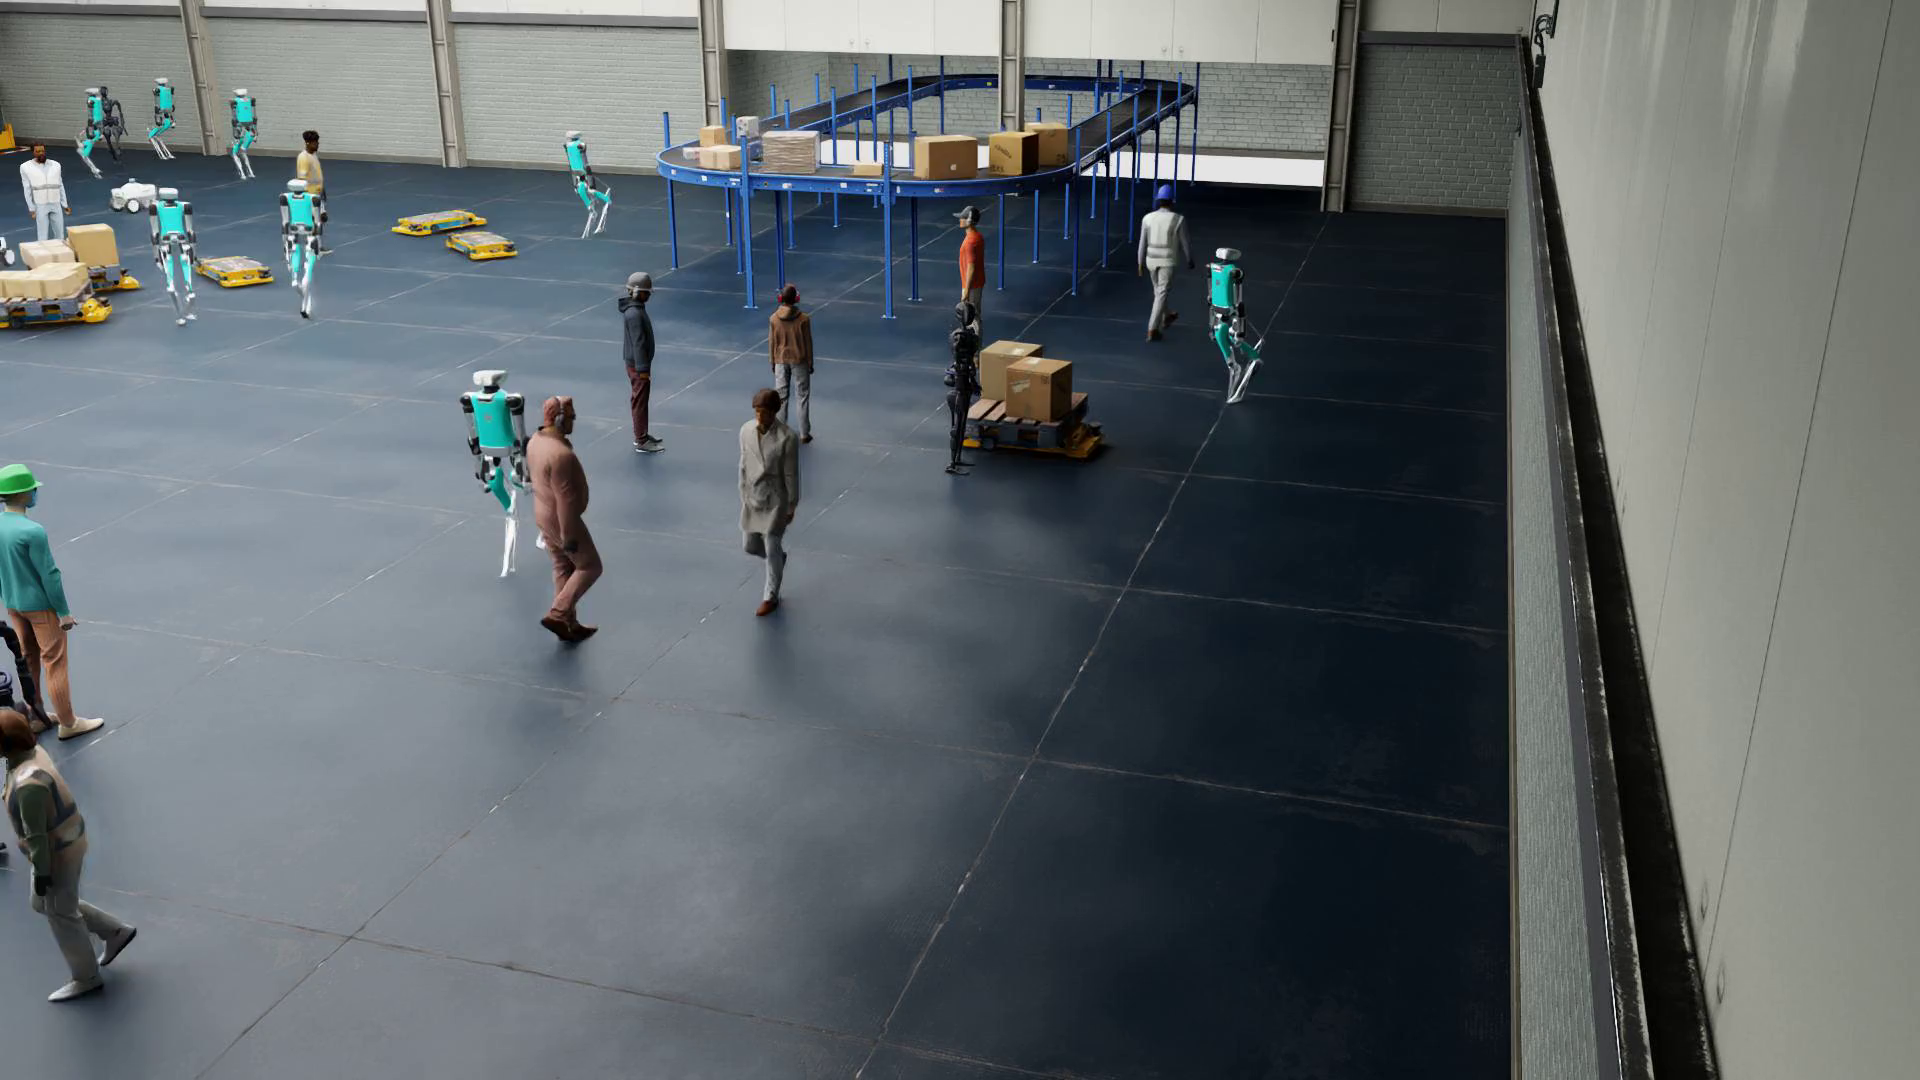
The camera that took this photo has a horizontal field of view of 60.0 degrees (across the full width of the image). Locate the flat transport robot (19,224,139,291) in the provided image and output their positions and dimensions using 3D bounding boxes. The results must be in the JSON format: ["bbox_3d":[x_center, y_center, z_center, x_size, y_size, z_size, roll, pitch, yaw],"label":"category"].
[{"bbox_3d":[-12.524,-3.637,23.612,1.431,0.231,0.659,-15,26,-34],"label":"flat transport robot"}]

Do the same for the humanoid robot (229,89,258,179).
[{"bbox_3d":[-14.316,-8.086,33.093,0.744,1.760,0.530,15,26,34],"label":"humanoid robot"}]

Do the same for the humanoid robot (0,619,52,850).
[{"bbox_3d":[-5.635,1.011,9.649,0.609,1.630,0.759,-13,24,-30],"label":"humanoid robot"}]

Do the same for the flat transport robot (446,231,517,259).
[{"bbox_3d":[-7.557,-4.646,26.229,0.659,0.231,1.431,-14,25,-32],"label":"flat transport robot"}]

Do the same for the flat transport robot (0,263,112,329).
[{"bbox_3d":[-12.036,-2.991,21.935,1.431,0.231,0.659,-6,22,-16],"label":"flat transport robot"}]

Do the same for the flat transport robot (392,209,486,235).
[{"bbox_3d":[-8.789,-5.353,28.060,0.659,0.231,1.431,15,26,34],"label":"flat transport robot"}]

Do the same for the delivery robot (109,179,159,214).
[{"bbox_3d":[-14.758,-6.128,29.702,0.499,0.614,0.815,11,23,25],"label":"delivery robot"}]

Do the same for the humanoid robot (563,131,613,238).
[{"bbox_3d":[-6.020,-5.803,27.255,0.562,1.816,0.801,19,28,40],"label":"humanoid robot"}]

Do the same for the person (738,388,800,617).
[{"bbox_3d":[-1.447,-0.327,12.886,0.518,1.809,0.547,9,23,22],"label":"person"}]

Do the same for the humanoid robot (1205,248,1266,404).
[{"bbox_3d":[3.036,-2.266,18.179,0.716,1.909,0.539,-13,25,-31],"label":"humanoid robot"}]

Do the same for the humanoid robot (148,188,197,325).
[{"bbox_3d":[-10.143,-3.633,21.603,0.573,1.791,0.882,-12,24,-28],"label":"humanoid robot"}]

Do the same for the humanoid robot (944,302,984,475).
[{"bbox_3d":[0.032,-1.483,16.052,0.315,1.654,0.599,6,22,16],"label":"humanoid robot"}]

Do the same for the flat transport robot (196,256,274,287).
[{"bbox_3d":[-10.653,-3.941,24.400,0.659,0.231,1.431,-17,27,-37],"label":"flat transport robot"}]

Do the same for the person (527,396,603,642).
[{"bbox_3d":[-2.915,-0.144,12.300,0.426,1.883,0.661,-13,25,-30],"label":"person"}]

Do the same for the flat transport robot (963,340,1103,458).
[{"bbox_3d":[0.692,-1.082,16.983,1.431,0.231,0.659,7,22,17],"label":"flat transport robot"}]

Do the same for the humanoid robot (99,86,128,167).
[{"bbox_3d":[-17.687,-8.630,34.661,0.586,1.635,0.729,-8,22,-19],"label":"humanoid robot"}]

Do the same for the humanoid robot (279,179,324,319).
[{"bbox_3d":[-8.781,-3.815,22.127,0.551,1.855,0.840,-2,21,-5],"label":"humanoid robot"}]

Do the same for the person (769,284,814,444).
[{"bbox_3d":[-1.713,-1.778,16.878,0.456,1.644,0.324,3,21,8],"label":"person"}]

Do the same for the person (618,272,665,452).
[{"bbox_3d":[-3.195,-1.785,16.670,0.379,1.806,0.542,-4,22,-11],"label":"person"}]

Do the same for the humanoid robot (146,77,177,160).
[{"bbox_3d":[-16.806,-8.834,34.865,0.735,1.677,0.533,6,22,16],"label":"humanoid robot"}]

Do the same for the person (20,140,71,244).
[{"bbox_3d":[-13.659,-5.014,24.891,0.390,1.920,0.587,16,26,35],"label":"person"}]

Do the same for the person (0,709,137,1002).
[{"bbox_3d":[-4.506,1.553,8.271,0.414,1.621,0.519,-12,24,-29],"label":"person"}]

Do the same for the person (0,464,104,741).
[{"bbox_3d":[-6.047,0.409,10.889,0.523,1.871,0.363,8,22,20],"label":"person"}]

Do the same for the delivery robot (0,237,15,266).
[{"bbox_3d":[-14.693,-4.335,25.045,0.499,0.611,0.809,2,21,6],"label":"delivery robot"}]

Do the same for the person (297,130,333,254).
[{"bbox_3d":[-10.024,-5.388,25.824,0.437,1.940,0.642,-3,21,-6],"label":"person"}]

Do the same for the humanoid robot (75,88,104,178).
[{"bbox_3d":[-17.363,-8.055,33.078,0.806,1.817,0.546,-1,21,-1],"label":"humanoid robot"}]

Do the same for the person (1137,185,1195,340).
[{"bbox_3d":[2.610,-3.536,21.098,0.610,1.886,1.026,15,26,34],"label":"person"}]

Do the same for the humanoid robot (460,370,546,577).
[{"bbox_3d":[-3.676,-0.622,13.842,0.541,1.784,1.022,5,22,12],"label":"humanoid robot"}]

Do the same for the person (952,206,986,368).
[{"bbox_3d":[0.106,-2.988,19.647,0.384,1.913,0.475,4,21,9],"label":"person"}]
